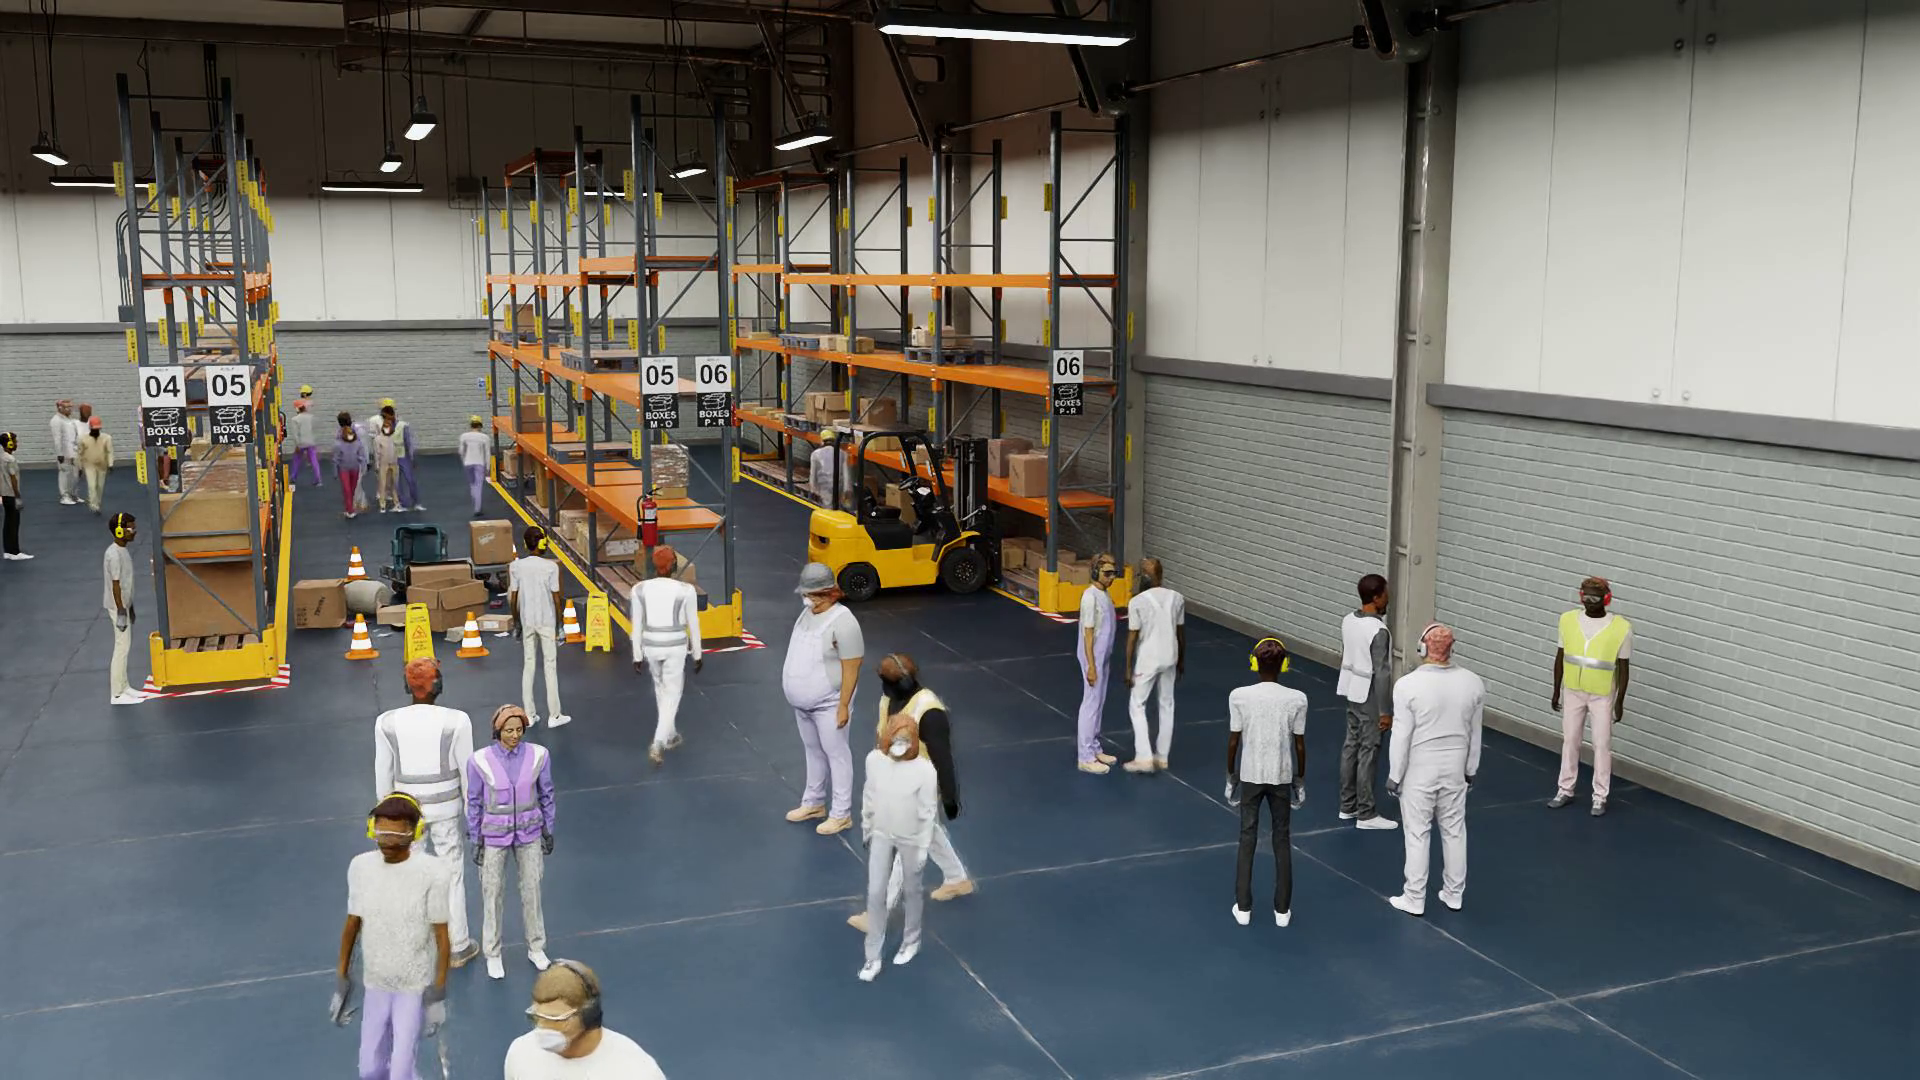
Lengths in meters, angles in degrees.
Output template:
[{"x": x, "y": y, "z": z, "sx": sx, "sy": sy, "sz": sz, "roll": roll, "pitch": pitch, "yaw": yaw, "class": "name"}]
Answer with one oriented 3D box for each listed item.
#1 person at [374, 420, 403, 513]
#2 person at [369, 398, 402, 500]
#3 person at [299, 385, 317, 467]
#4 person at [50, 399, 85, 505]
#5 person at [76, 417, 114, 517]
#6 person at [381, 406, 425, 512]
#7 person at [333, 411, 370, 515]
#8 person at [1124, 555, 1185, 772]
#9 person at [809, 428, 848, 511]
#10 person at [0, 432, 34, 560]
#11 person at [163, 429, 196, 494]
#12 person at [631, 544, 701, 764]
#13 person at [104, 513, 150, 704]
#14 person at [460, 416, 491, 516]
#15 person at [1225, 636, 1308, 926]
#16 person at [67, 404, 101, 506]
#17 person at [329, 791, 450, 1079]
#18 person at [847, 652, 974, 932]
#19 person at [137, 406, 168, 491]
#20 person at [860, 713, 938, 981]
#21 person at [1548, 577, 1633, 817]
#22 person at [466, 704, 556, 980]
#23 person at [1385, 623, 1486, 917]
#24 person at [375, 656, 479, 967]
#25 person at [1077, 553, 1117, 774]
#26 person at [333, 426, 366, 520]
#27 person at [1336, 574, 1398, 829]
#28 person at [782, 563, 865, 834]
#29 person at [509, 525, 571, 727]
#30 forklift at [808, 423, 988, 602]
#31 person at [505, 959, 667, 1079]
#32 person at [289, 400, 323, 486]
[{"x": -9.948, "y": -1.287, "z": 29.028, "sx": 0.501, "sy": 1.631, "sz": 0.285, "roll": -5, "pitch": 10, "yaw": -26, "class": "person"}, {"x": -10.506, "y": -1.655, "z": 30.518, "sx": 0.516, "sy": 1.892, "sz": 0.606, "roll": 9, "pitch": 12, "yaw": 43, "class": "person"}, {"x": -14.141, "y": -2.477, "z": 36.090, "sx": 0.309, "sy": 1.772, "sz": 0.525, "roll": -5, "pitch": 10, "yaw": -28, "class": "person"}, {"x": -16.150, "y": -1.596, "z": 30.110, "sx": 0.408, "sy": 1.906, "sz": 0.653, "roll": -1, "pitch": 9, "yaw": -5, "class": "person"}, {"x": -14.881, "y": -1.263, "z": 28.659, "sx": 0.553, "sy": 1.701, "sz": 0.885, "roll": -8, "pitch": 12, "yaw": -41, "class": "person"}, {"x": -9.777, "y": -1.421, "z": 29.169, "sx": 0.670, "sy": 1.866, "sz": 0.515, "roll": 4, "pitch": 10, "yaw": 23, "class": "person"}, {"x": -10.564, "y": -1.319, "z": 28.712, "sx": 0.646, "sy": 1.796, "sz": 0.828, "roll": 4, "pitch": 10, "yaw": 26, "class": "person"}, {"x": 1.626, "y": 1.034, "z": 13.824, "sx": 0.541, "sy": 1.828, "sz": 0.414, "roll": -3, "pitch": 9, "yaw": -16, "class": "person"}, {"x": -1.999, "y": -0.819, "z": 25.667, "sx": 0.599, "sy": 1.785, "sz": 0.811, "roll": -3, "pitch": 9, "yaw": -17, "class": "person"}, {"x": -13.807, "y": -0.637, "z": 24.208, "sx": 0.532, "sy": 1.865, "sz": 0.310, "roll": 7, "pitch": 12, "yaw": 39, "class": "person"}, {"x": -12.529, "y": -1.109, "z": 26.682, "sx": 0.410, "sy": 2.028, "sz": 0.621, "roll": 4, "pitch": 10, "yaw": 21, "class": "person"}, {"x": -2.521, "y": 0.960, "z": 14.198, "sx": 0.578, "sy": 1.848, "sz": 0.920, "roll": 1, "pitch": 9, "yaw": 7, "class": "person"}, {"x": -8.081, "y": 0.663, "z": 16.067, "sx": 0.332, "sy": 1.860, "sz": 0.499, "roll": -3, "pitch": 10, "yaw": -21, "class": "person"}, {"x": -8.390, "y": -1.289, "z": 28.858, "sx": 0.537, "sy": 1.687, "sz": 0.913, "roll": 0, "pitch": 9, "yaw": 1, "class": "person"}, {"x": 1.943, "y": 1.533, "z": 10.576, "sx": 0.507, "sy": 1.863, "sz": 0.327, "roll": 1, "pitch": 9, "yaw": 9, "class": "person"}, {"x": -15.799, "y": -1.537, "z": 29.950, "sx": 0.943, "sy": 1.846, "sz": 0.588, "roll": 8, "pitch": 12, "yaw": 42, "class": "person"}, {"x": -2.564, "y": 2.026, "z": 7.566, "sx": 0.562, "sy": 1.844, "sz": 0.590, "roll": 2, "pitch": 9, "yaw": 14, "class": "person"}, {"x": -0.308, "y": 1.565, "z": 10.633, "sx": 0.981, "sy": 1.790, "sz": 0.678, "roll": -5, "pitch": 10, "yaw": -30, "class": "person"}, {"x": -15.380, "y": -1.935, "z": 31.819, "sx": 0.377, "sy": 2.045, "sz": 0.605, "roll": 6, "pitch": 11, "yaw": 33, "class": "person"}, {"x": -0.373, "y": 1.785, "z": 9.776, "sx": 0.525, "sy": 1.595, "sz": 0.687, "roll": 4, "pitch": 10, "yaw": 21, "class": "person"}, {"x": 4.846, "y": 1.187, "z": 12.788, "sx": 0.566, "sy": 1.846, "sz": 0.389, "roll": 7, "pitch": 11, "yaw": 38, "class": "person"}, {"x": -2.647, "y": 1.765, "z": 9.829, "sx": 0.515, "sy": 1.634, "sz": 0.312, "roll": -5, "pitch": 10, "yaw": -27, "class": "person"}, {"x": 3.047, "y": 1.478, "z": 10.766, "sx": 0.646, "sy": 1.907, "sz": 0.401, "roll": -2, "pitch": 9, "yaw": -14, "class": "person"}, {"x": -3.164, "y": 1.624, "z": 9.917, "sx": 0.582, "sy": 1.882, "sz": 0.338, "roll": -1, "pitch": 9, "yaw": -4, "class": "person"}, {"x": 1.149, "y": 1.015, "z": 13.881, "sx": 0.325, "sy": 1.841, "sz": 0.517, "roll": 3, "pitch": 10, "yaw": 19, "class": "person"}, {"x": -10.300, "y": -1.127, "z": 28.152, "sx": 0.504, "sy": 1.578, "sz": 0.857, "roll": -7, "pitch": 12, "yaw": -39, "class": "person"}, {"x": 3.044, "y": 1.200, "z": 12.470, "sx": 0.392, "sy": 1.922, "sz": 0.592, "roll": -2, "pitch": 9, "yaw": -15, "class": "person"}, {"x": -1.056, "y": 1.156, "z": 12.372, "sx": 0.535, "sy": 2.000, "sz": 0.673, "roll": -7, "pitch": 11, "yaw": -37, "class": "person"}, {"x": -3.852, "y": 0.791, "z": 15.226, "sx": 0.519, "sy": 1.865, "sz": 0.326, "roll": 2, "pitch": 9, "yaw": 9, "class": "person"}, {"x": -0.830, "y": -0.399, "z": 21.676, "sx": 2.313, "sy": 2.155, "sz": 1.214, "roll": -4, "pitch": 10, "yaw": -21, "class": "forklift"}, {"x": -1.235, "y": 2.298, "z": 5.543, "sx": 0.640, "sy": 1.930, "sz": 0.376, "roll": 4, "pitch": 10, "yaw": 25, "class": "person"}, {"x": -12.929, "y": -1.915, "z": 32.767, "sx": 0.922, "sy": 1.699, "sz": 0.584, "roll": 5, "pitch": 11, "yaw": 31, "class": "person"}]
